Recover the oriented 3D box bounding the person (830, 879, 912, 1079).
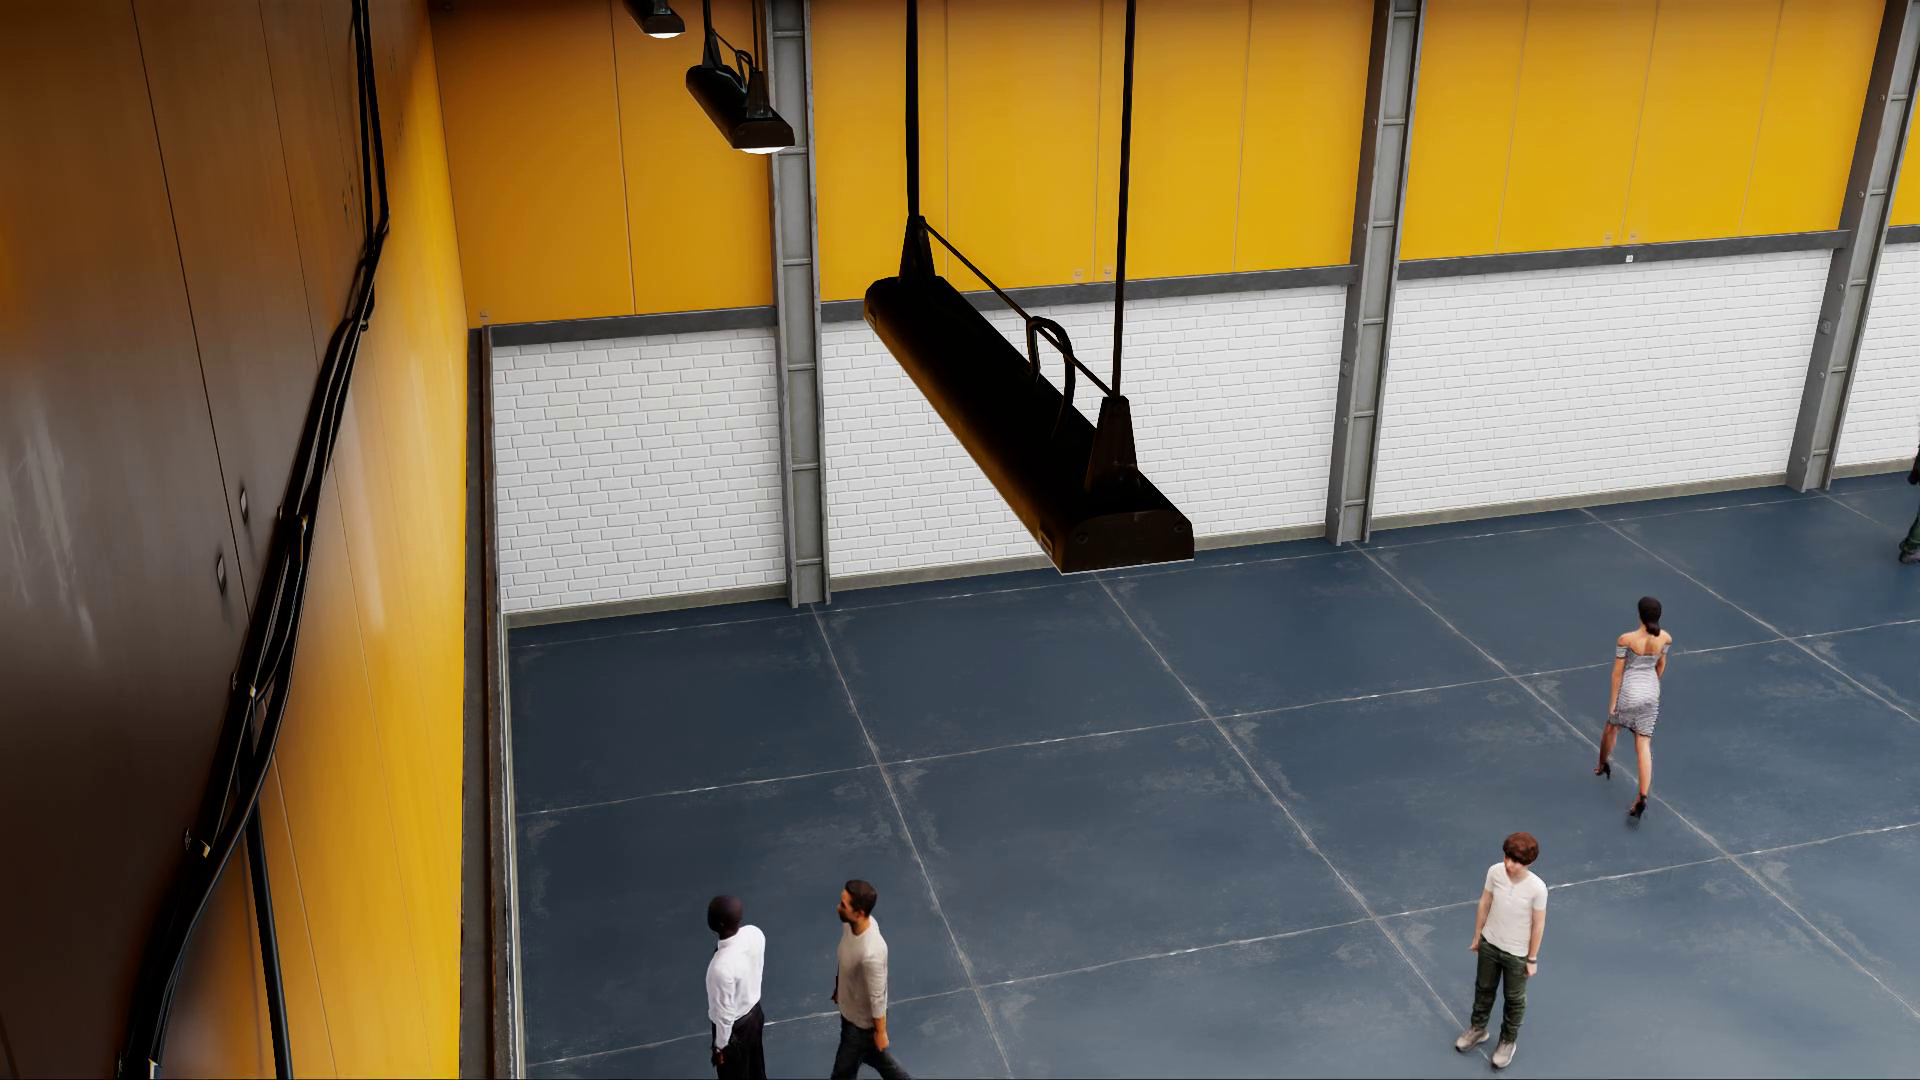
[{"bbox_3d":[-0.497,2.754,9.771,1.039,1.772,0.695,-7,25,-16],"label":"person"}]

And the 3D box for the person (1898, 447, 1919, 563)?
[{"bbox_3d":[10.188,-0.596,17.400,1.131,1.799,0.768,-10,25,-21],"label":"person"}]

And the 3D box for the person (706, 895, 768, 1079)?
[{"bbox_3d":[-1.270,2.816,9.547,0.730,1.836,0.718,8,25,17],"label":"person"}]

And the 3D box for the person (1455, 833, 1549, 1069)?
[{"bbox_3d":[3.428,2.540,10.408,0.666,1.653,0.691,20,31,38],"label":"person"}]

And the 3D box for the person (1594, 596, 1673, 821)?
[{"bbox_3d":[5.330,1.336,13.014,1.093,1.772,0.873,0,24,1],"label":"person"}]
